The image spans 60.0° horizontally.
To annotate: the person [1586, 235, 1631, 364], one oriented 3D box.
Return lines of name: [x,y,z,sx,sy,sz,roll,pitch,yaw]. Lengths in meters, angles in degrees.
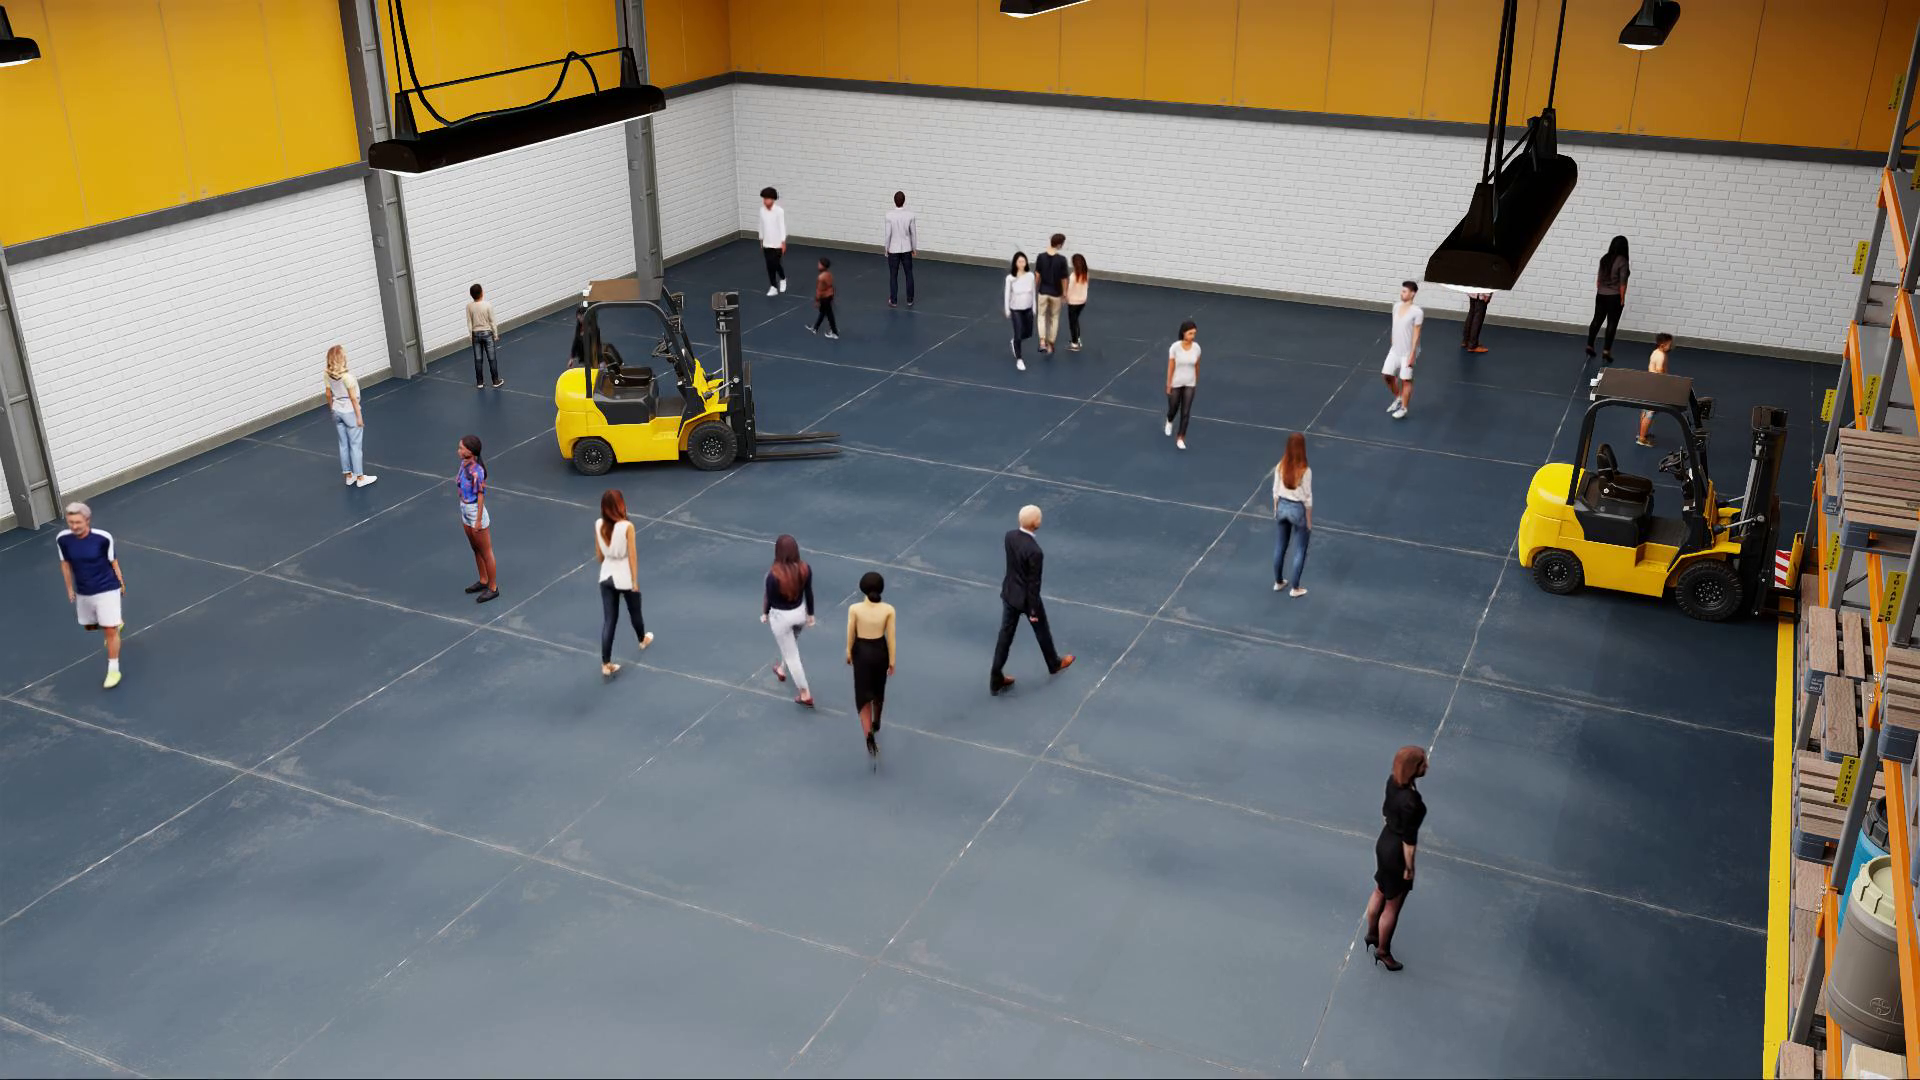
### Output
person: [9.435,-3.506,24.159,0.777,1.838,0.750,-14,27,-29]

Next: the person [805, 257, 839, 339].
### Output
person: [-1.980,-3.668,25.281,0.621,1.235,0.751,9,25,20]

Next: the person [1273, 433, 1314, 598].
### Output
person: [3.352,-0.257,16.863,0.661,1.728,0.625,20,30,38]

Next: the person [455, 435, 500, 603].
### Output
person: [-4.888,-0.240,16.805,0.661,1.743,0.664,-18,29,-35]

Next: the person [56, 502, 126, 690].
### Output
person: [-7.869,0.417,15.229,1.016,1.801,1.184,-1,24,-3]

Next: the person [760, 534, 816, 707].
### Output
person: [-1.500,0.743,14.776,1.089,1.568,0.982,-17,29,-33]

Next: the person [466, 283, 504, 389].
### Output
person: [-6.635,-2.840,23.099,0.626,1.465,0.648,-2,24,-4]

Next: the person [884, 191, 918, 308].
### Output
person: [-0.968,-4.710,26.895,0.763,1.852,0.789,-5,24,-11]

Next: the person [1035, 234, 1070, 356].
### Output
person: [1.344,-3.563,24.312,0.776,1.819,0.799,2,24,5]

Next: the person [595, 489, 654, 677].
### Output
person: [-3.190,0.443,15.296,0.722,1.700,1.146,7,25,16]

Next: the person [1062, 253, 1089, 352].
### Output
person: [1.741,-3.508,24.623,0.684,1.469,0.582,21,31,39]

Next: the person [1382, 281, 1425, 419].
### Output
person: [5.921,-2.511,21.883,0.852,1.837,0.834,-16,28,-32]

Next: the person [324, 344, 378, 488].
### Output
person: [-7.248,-1.470,19.643,0.614,1.723,0.524,11,26,23]

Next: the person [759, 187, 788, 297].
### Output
person: [-3.050,-4.942,27.493,0.639,1.799,0.660,10,26,22]

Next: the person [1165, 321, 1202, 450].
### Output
person: [2.770,-1.966,20.902,0.811,1.624,0.907,-3,24,-8]

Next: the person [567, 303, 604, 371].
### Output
person: [-4.756,-2.332,21.748,0.927,1.618,0.761,-21,31,-39]

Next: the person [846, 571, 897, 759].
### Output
person: [-0.753,1.066,13.966,0.902,1.625,1.066,-3,24,-7]

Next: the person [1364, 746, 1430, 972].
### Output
person: [2.983,2.154,11.377,0.720,1.704,0.601,-2,24,-4]

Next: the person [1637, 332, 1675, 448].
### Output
person: [8.804,-1.940,21.054,0.732,1.455,0.514,1,24,3]

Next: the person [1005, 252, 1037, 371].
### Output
person: [0.854,-3.326,23.937,0.943,1.686,1.002,-8,25,-18]

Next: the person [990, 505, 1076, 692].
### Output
person: [0.498,0.557,14.968,1.259,1.755,1.024,-18,29,-35]
